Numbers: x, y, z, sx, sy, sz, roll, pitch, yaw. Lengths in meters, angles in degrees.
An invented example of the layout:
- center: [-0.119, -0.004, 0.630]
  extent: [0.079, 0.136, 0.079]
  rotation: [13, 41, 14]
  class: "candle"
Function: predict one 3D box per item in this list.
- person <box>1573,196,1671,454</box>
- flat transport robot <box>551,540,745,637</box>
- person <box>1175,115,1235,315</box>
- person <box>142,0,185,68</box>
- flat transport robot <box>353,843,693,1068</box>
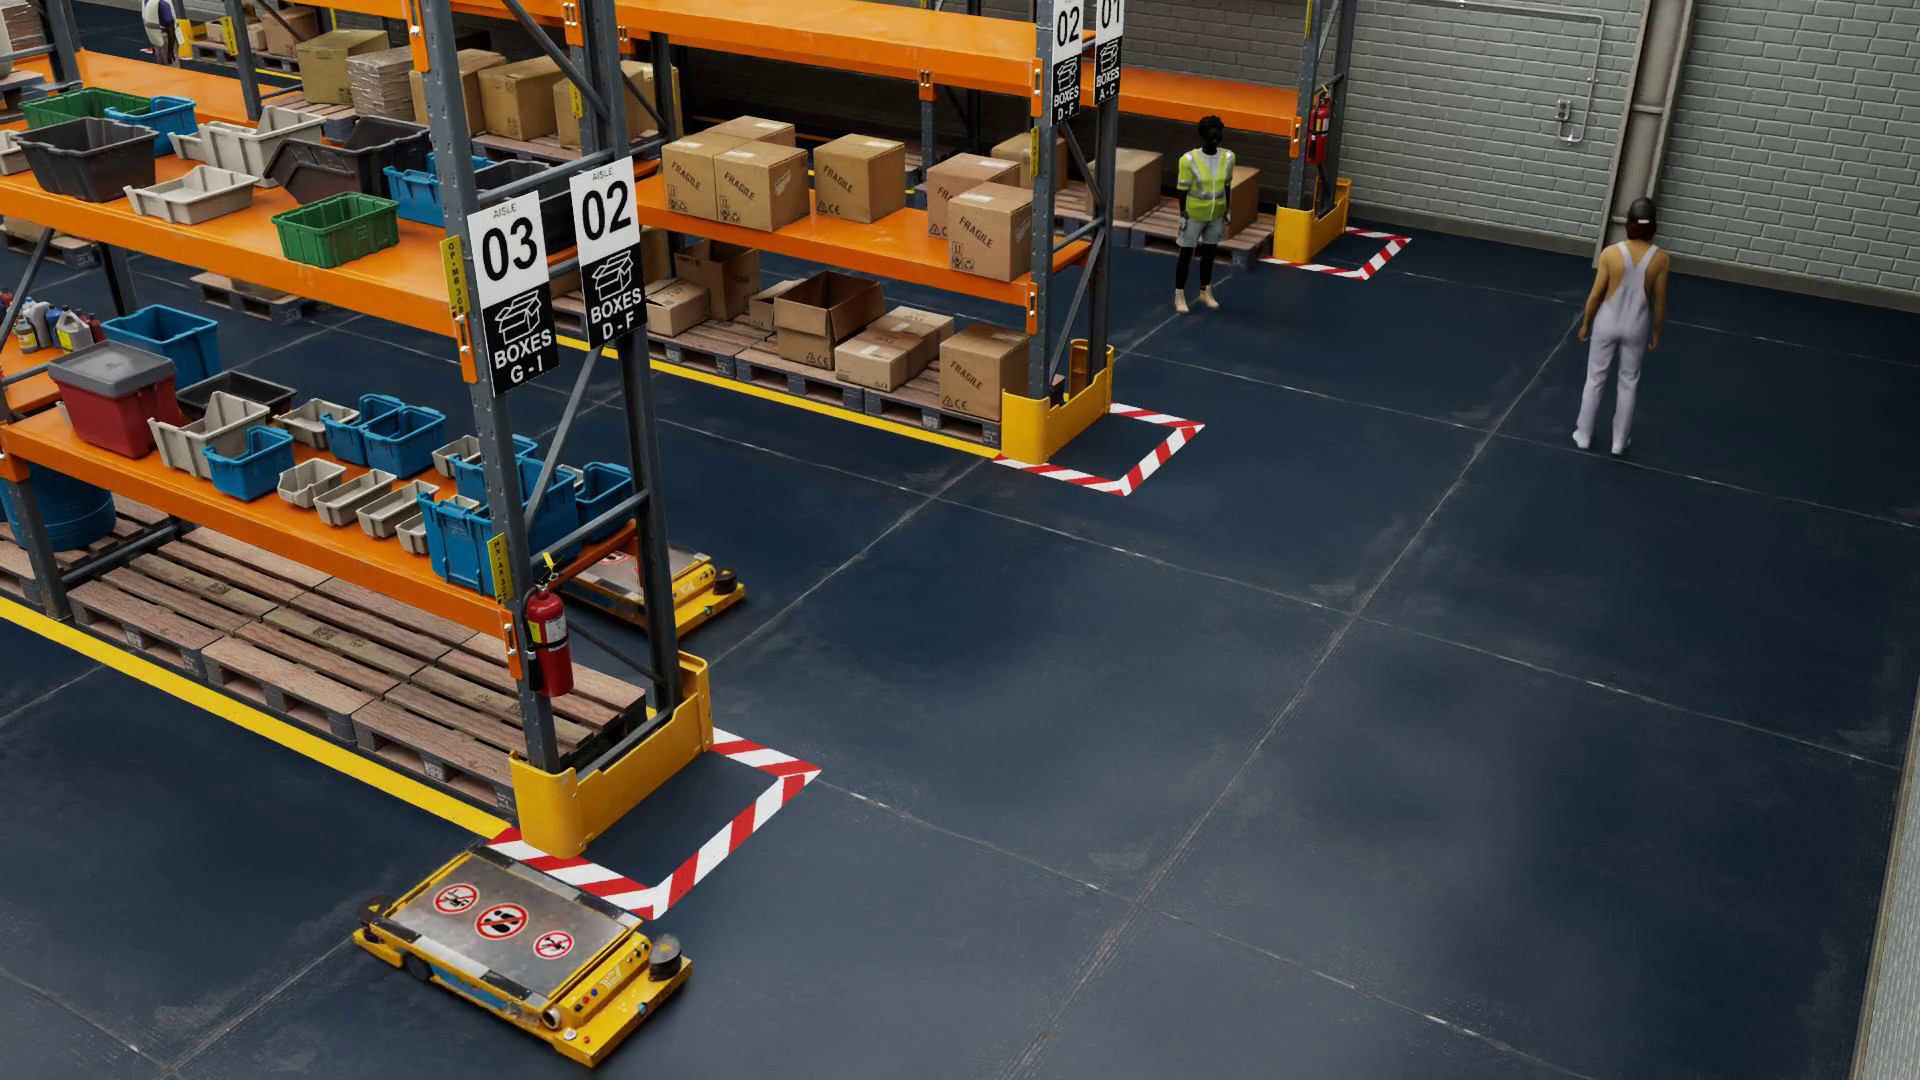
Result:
- center: [4.656, -1.510, 11.711]
  extent: [0.532, 1.862, 0.386]
  rotation: [8, 30, 13]
  class: "person"
- center: [-2.082, 0.201, 10.272]
  extent: [1.431, 0.231, 0.659]
  rotation: [19, 34, 30]
  class: "flat transport robot"
- center: [2.070, -2.764, 14.124]
  extent: [0.531, 1.697, 0.322]
  rotation: [-10, 31, -18]
  class: "person"
- center: [-9.219, -5.735, 19.301]
  extent: [0.391, 1.849, 0.563]
  rotation: [-24, 37, -36]
  class: "person"
- center: [-1.958, 1.803, 7.398]
  extent: [1.431, 0.231, 0.659]
  rotation: [16, 33, 27]
  class: "flat transport robot"
